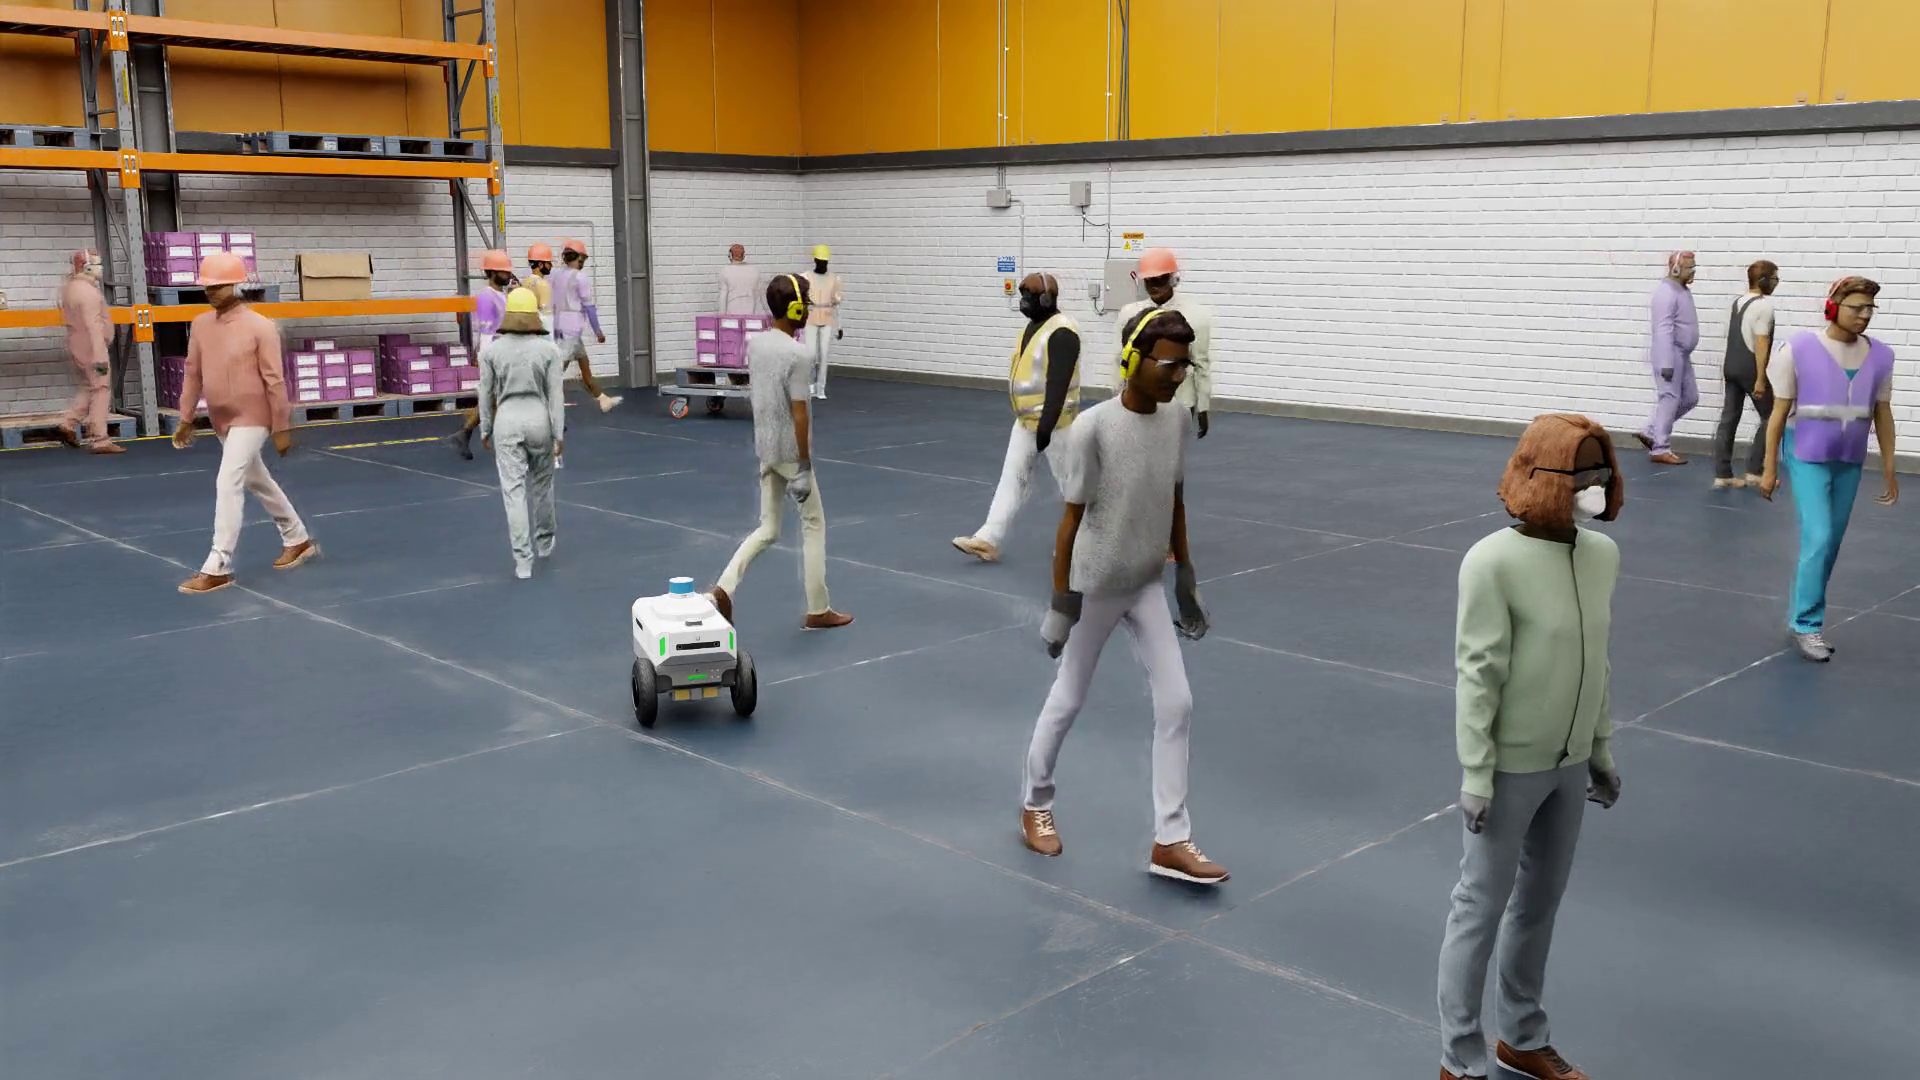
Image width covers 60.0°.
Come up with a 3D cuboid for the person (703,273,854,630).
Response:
[{"bbox_3d":[-0.930,-0.415,8.367,0.522,1.844,0.800,10,14,42],"label":"person"}]

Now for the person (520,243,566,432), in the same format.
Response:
[{"bbox_3d":[-4.295,-2.066,17.093,0.375,1.935,0.550,-8,13,-38],"label":"person"}]

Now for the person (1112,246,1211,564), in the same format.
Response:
[{"bbox_3d":[1.290,-0.876,10.566,0.637,1.964,0.851,4,11,20],"label":"person"}]

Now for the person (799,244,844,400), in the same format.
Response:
[{"bbox_3d":[-1.717,-2.669,20.460,0.603,1.902,0.497,-3,11,-16],"label":"person"}]

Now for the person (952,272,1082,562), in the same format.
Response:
[{"bbox_3d":[0.449,-0.734,10.217,0.945,1.789,0.654,-4,11,-22],"label":"person"}]

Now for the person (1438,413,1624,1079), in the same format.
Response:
[{"bbox_3d":[1.320,0.522,3.808,0.497,1.634,0.279,-7,12,-32],"label":"person"}]

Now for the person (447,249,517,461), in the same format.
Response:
[{"bbox_3d":[-4.161,-1.629,14.810,0.859,1.908,0.544,-1,10,-4],"label":"person"}]

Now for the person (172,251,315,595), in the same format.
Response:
[{"bbox_3d":[-4.202,-0.713,9.749,0.601,1.945,1.054,6,12,28],"label":"person"}]

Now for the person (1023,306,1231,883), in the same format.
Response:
[{"bbox_3d":[0.517,0.169,5.257,0.547,1.804,0.873,-7,13,-34],"label":"person"}]

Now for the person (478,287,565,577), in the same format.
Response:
[{"bbox_3d":[-2.645,-0.667,10.085,0.507,1.699,0.879,-2,11,-13],"label":"person"}]

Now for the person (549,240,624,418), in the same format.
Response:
[{"bbox_3d":[-4.282,-2.348,18.560,1.096,1.964,0.597,-8,13,-37],"label":"person"}]

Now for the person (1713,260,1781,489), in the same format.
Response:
[{"bbox_3d":[6.322,-1.296,13.208,0.648,1.822,0.537,-2,11,-10],"label":"person"}]

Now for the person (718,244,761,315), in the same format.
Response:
[{"bbox_3d":[-3.001,-3.038,22.478,0.643,1.909,0.409,-8,13,-36],"label":"person"}]

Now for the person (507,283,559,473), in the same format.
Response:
[{"bbox_3d":[-3.727,-1.355,14.080,0.691,1.606,0.532,-8,13,-37],"label":"person"}]

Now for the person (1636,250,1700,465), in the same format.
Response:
[{"bbox_3d":[6.330,-1.609,14.726,0.433,1.888,0.665,8,13,36],"label":"person"}]

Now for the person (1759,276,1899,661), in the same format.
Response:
[{"bbox_3d":[4.188,-0.332,7.921,0.585,1.822,0.640,-1,10,-7],"label":"person"}]

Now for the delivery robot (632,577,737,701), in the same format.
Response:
[{"bbox_3d":[-1.191,0.403,7.143,0.477,0.478,0.707,-4,11,-19],"label":"delivery robot"}]

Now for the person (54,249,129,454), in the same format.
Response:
[{"bbox_3d":[-8.045,-1.723,15.341,0.490,1.893,0.661,-9,14,-42],"label":"person"}]
